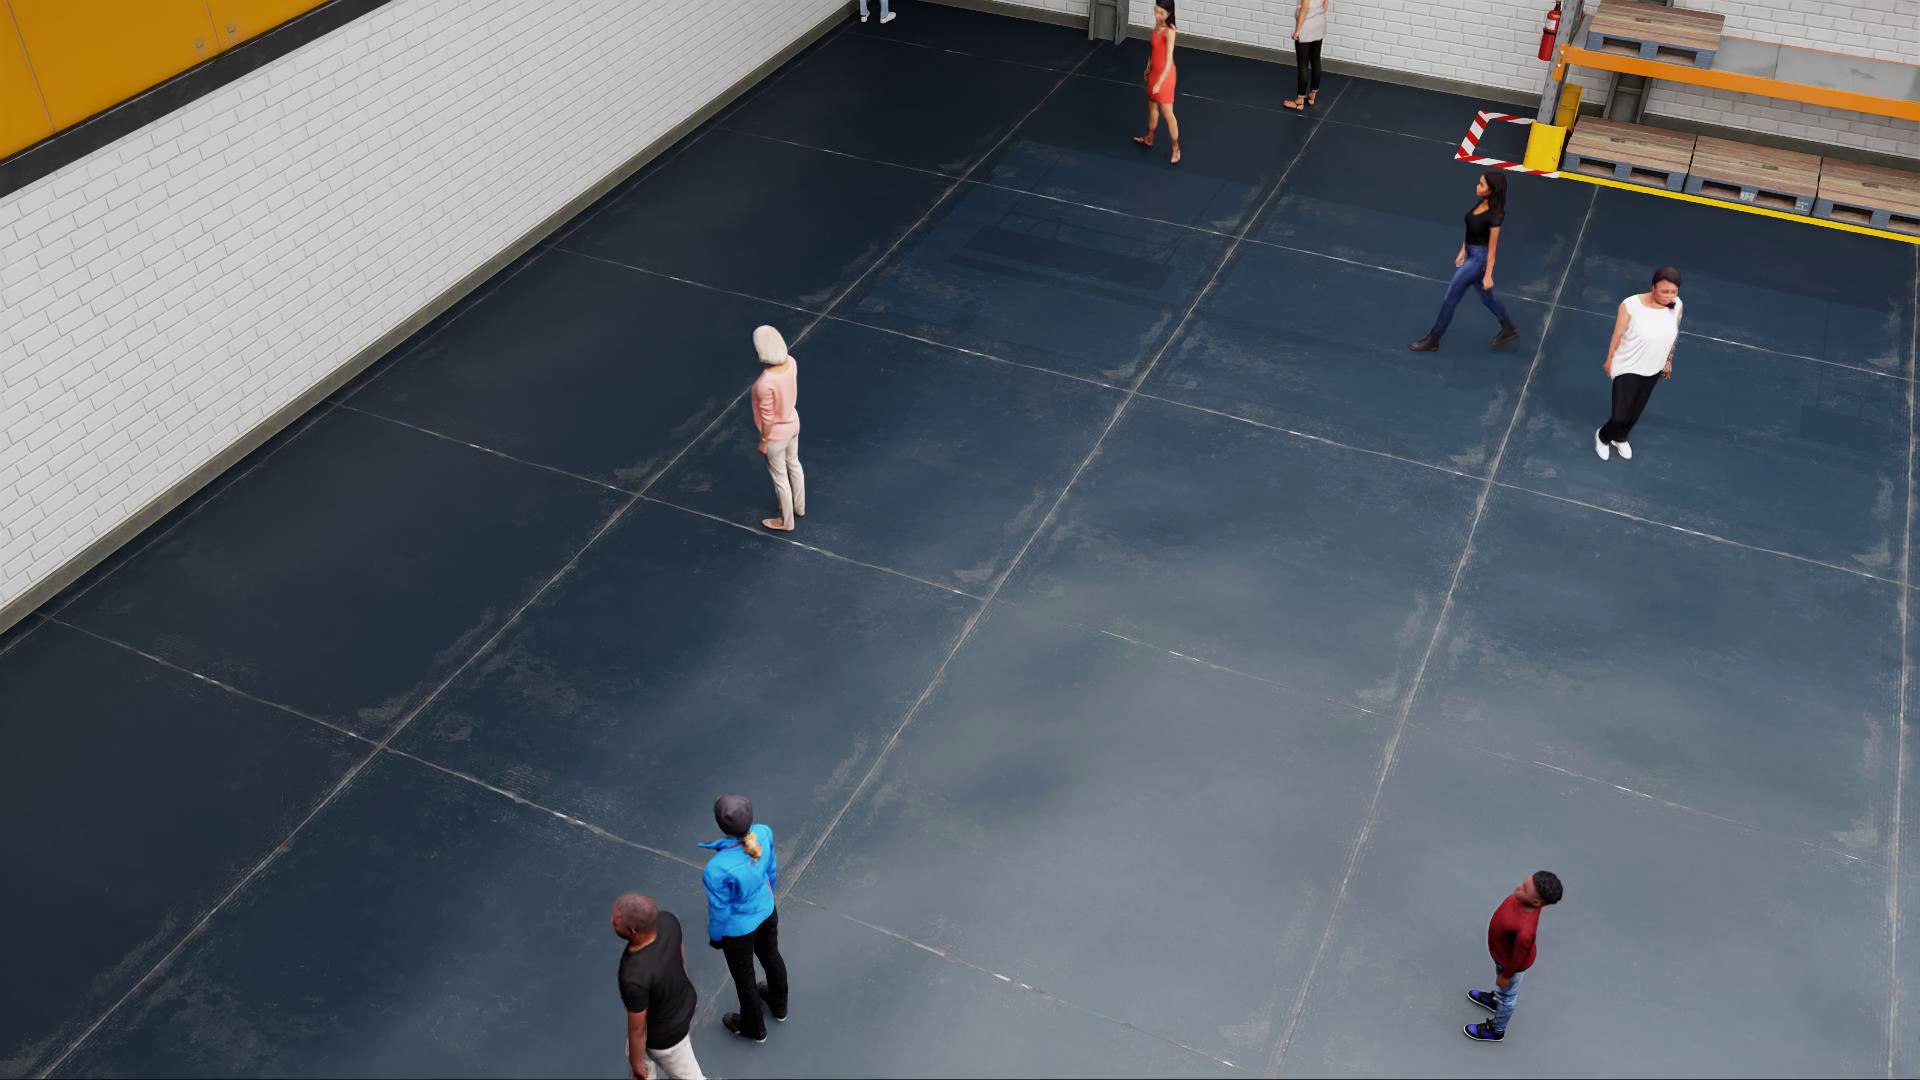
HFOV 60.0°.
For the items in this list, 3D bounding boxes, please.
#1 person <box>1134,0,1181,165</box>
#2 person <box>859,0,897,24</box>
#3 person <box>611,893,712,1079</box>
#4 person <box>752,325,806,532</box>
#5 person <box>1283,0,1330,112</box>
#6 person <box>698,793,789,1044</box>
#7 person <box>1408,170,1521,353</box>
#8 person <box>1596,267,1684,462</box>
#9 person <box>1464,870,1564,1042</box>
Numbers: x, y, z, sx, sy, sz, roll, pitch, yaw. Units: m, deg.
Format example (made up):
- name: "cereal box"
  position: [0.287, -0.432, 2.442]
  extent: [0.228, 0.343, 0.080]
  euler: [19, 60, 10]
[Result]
- name: "person"
  position: [2.079, -4.823, 17.228]
  extent: [0.931, 1.704, 0.902]
  euler: [-1, 39, -1]
- name: "person"
  position: [-1.066, -7.193, 20.079]
  extent: [0.522, 1.851, 0.746]
  euler: [11, 40, 13]
- name: "person"
  position: [-1.363, 2.388, 8.147]
  extent: [1.311, 1.770, 0.898]
  euler: [5, 39, 7]
- name: "person"
  position: [-1.325, -0.826, 12.206]
  extent: [0.512, 1.725, 0.595]
  euler: [16, 41, 19]
- name: "person"
  position: [3.824, -5.590, 18.092]
  extent: [0.694, 1.825, 0.683]
  euler: [-26, 45, -29]
- name: "person"
  position: [-1.105, 1.967, 8.652]
  extent: [0.610, 1.797, 0.667]
  euler: [27, 46, 30]
- name: "person"
  position: [4.480, -2.325, 14.105]
  extent: [1.247, 1.698, 0.901]
  euler: [1, 39, 2]
- name: "person"
  position: [5.284, -1.409, 12.974]
  extent: [0.754, 1.678, 0.832]
  euler: [-8, 39, -10]
- name: "person"
  position: [2.943, 2.179, 8.821]
  extent: [0.515, 1.254, 0.515]
  euler: [13, 40, 16]
